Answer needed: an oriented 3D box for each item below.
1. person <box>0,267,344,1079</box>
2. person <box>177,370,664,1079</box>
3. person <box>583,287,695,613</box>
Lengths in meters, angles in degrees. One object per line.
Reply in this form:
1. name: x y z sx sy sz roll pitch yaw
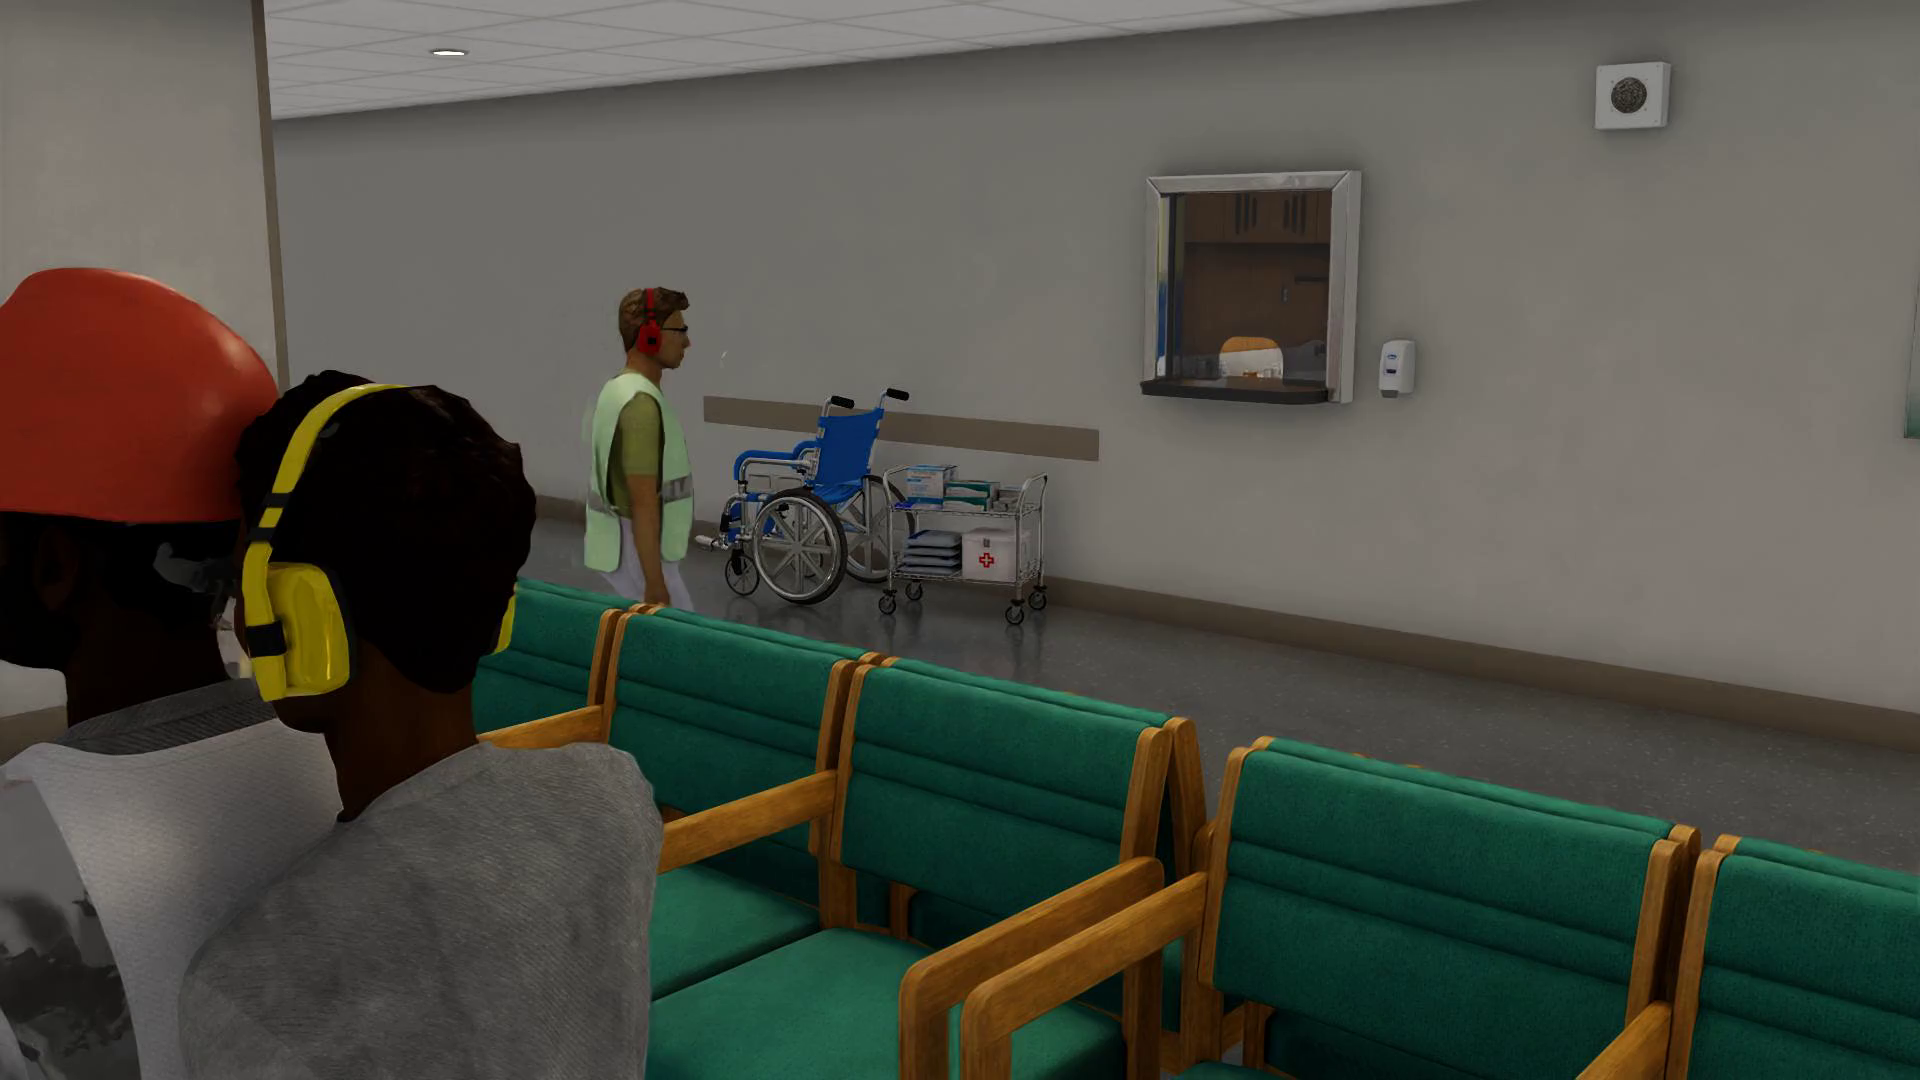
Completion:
1. person: -0.646 0.750 1.426 0.342 1.942 0.552 6 11 29
2. person: -0.406 0.800 1.351 0.310 1.868 0.533 3 10 18
3. person: -1.033 0.090 5.488 0.433 1.832 0.600 -2 10 -14
